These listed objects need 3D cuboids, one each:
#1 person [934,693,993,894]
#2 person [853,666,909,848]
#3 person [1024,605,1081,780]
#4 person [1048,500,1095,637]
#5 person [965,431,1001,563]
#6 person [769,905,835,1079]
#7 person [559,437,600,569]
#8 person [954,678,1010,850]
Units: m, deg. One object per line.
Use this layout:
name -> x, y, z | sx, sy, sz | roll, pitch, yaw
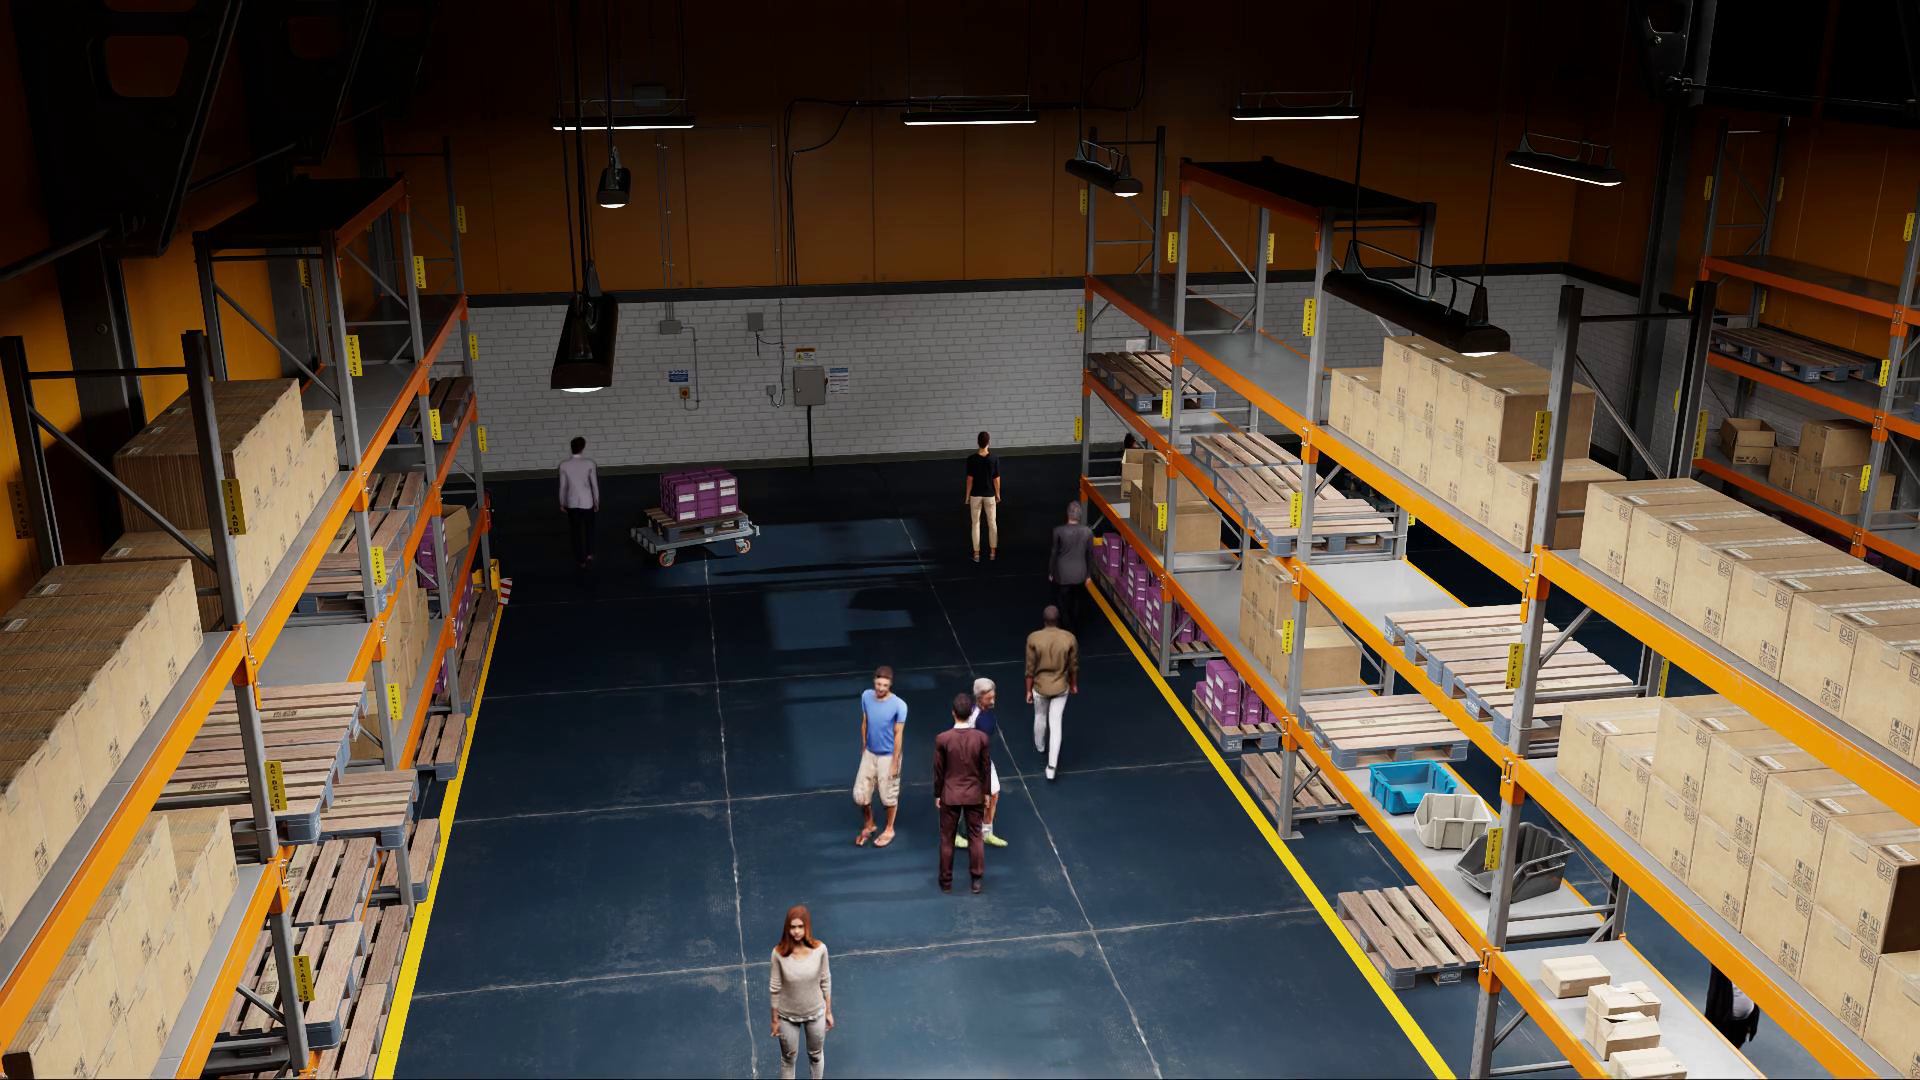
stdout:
person -> 0.022, 2.262, 14.804 | 0.688, 1.860, 0.599 | -2, 19, -5
person -> -0.681, 1.988, 15.637 | 0.812, 1.847, 0.863 | 10, 21, 28
person -> 0.935, 1.579, 16.958 | 0.841, 1.780, 1.173 | -1, 19, -3
person -> 1.358, 0.429, 20.312 | 0.718, 1.819, 0.936 | -3, 19, -10
person -> 0.320, -0.618, 23.360 | 0.640, 1.857, 0.506 | -3, 19, -10
person -> -1.128, 3.348, 11.812 | 0.601, 1.712, 0.531 | -4, 19, -11
person -> -5.264, -0.482, 23.006 | 0.698, 1.826, 0.640 | -4, 19, -11
person -> 0.075, 2.074, 15.492 | 0.968, 1.778, 0.933 | 7, 20, 19
